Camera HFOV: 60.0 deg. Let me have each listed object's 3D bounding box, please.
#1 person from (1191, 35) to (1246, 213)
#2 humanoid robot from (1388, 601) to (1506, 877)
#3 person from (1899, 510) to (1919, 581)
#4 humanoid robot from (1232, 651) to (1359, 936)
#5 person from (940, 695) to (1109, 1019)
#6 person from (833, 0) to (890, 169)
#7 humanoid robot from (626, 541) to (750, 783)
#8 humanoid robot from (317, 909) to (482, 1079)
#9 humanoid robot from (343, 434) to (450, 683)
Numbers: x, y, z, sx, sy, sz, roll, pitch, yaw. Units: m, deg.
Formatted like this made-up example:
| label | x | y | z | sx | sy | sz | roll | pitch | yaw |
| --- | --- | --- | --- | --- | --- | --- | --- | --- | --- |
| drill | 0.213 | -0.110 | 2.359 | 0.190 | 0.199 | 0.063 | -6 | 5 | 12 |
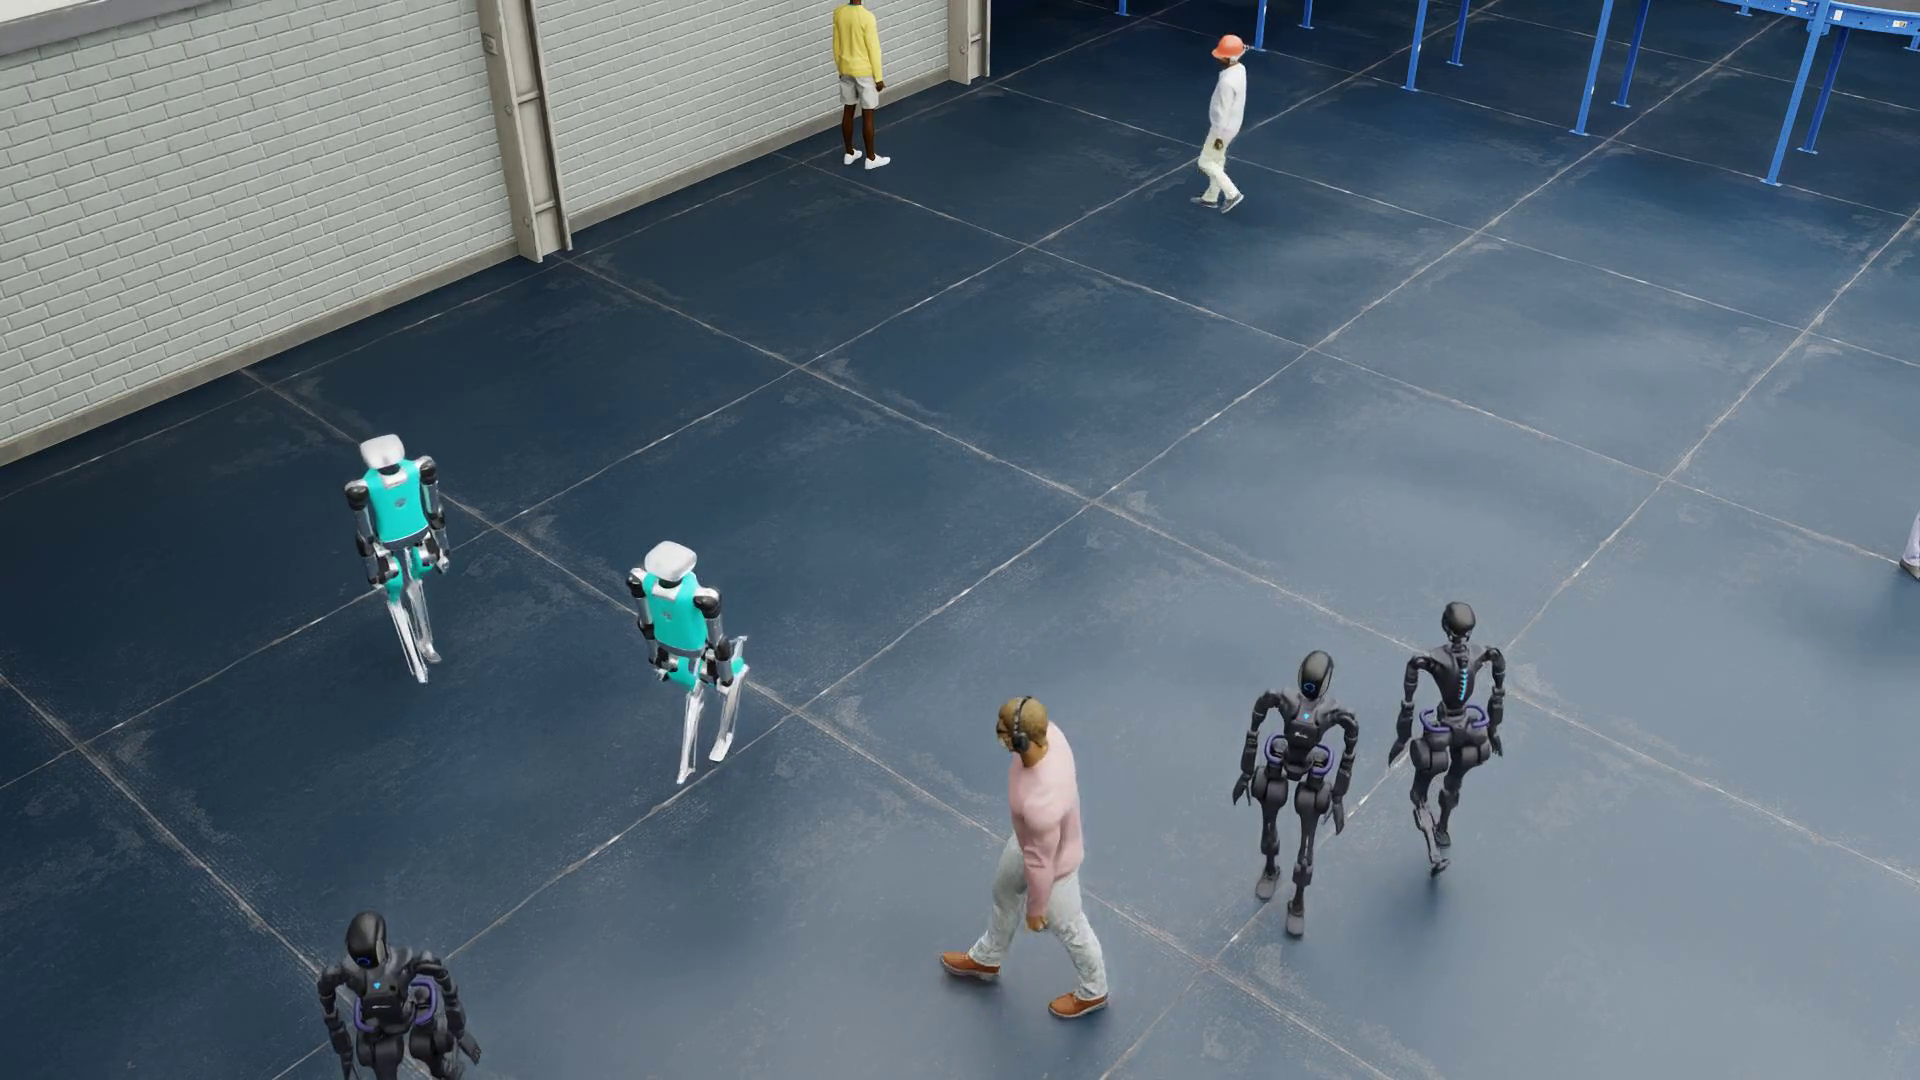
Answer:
| label | x | y | z | sx | sy | sz | roll | pitch | yaw |
| --- | --- | --- | --- | --- | --- | --- | --- | --- | --- |
| person | 2.459 | -3.904 | 15.607 | 0.465 | 1.728 | 0.583 | 15 | 38 | 20 |
| humanoid robot | 2.591 | 1.069 | 8.682 | 0.611 | 1.623 | 0.599 | -2 | 36 | -3 |
| person | 6.605 | -0.579 | 10.841 | 0.563 | 1.846 | 0.397 | -20 | 40 | -26 |
| humanoid robot | 1.670 | 1.257 | 8.408 | 0.583 | 1.645 | 0.490 | 11 | 37 | 15 |
| person | 0.316 | 1.504 | 7.887 | 0.930 | 1.881 | 0.694 | 1 | 35 | 1 |
| person | -1.002 | -4.627 | 16.480 | 0.542 | 1.900 | 0.374 | 21 | 41 | 27 |
| humanoid robot | -1.408 | 0.616 | 9.272 | 0.555 | 1.766 | 0.814 | 13 | 37 | 17 |
| humanoid robot | -2.413 | 2.125 | 7.230 | 0.599 | 1.633 | 0.767 | -7 | 36 | -10 |
| humanoid robot | -3.413 | 0.068 | 10.070 | 0.530 | 1.830 | 0.798 | -24 | 42 | -29 |
